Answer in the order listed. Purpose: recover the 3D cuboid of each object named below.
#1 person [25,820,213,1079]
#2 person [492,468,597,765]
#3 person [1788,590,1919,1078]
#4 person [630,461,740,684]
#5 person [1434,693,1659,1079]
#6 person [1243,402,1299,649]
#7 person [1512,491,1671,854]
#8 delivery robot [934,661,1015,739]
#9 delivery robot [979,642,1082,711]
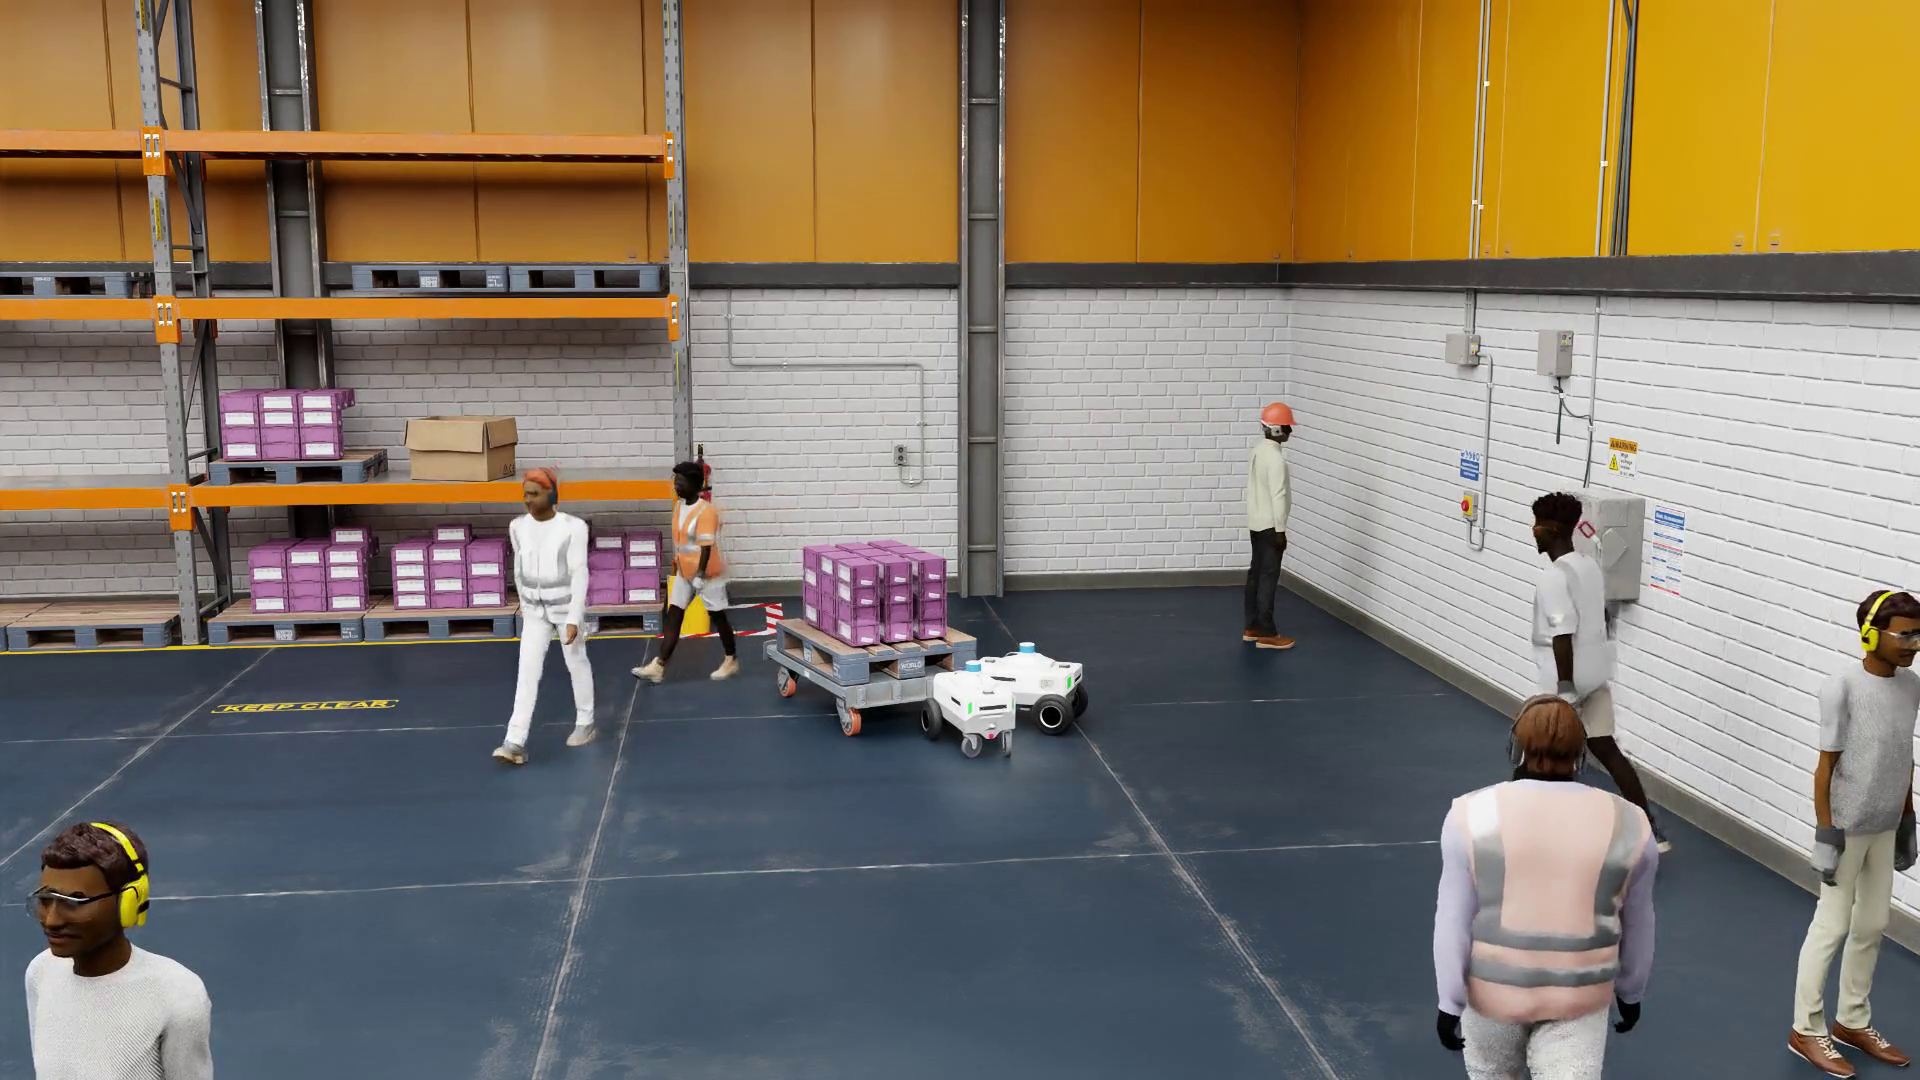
[{"bbox_3d":[-1.855,1.527,3.657,0.513,1.862,0.328,3,10,17],"label":"person"},{"bbox_3d":[-2.569,0.466,10.391,0.590,1.816,1.022,3,9,16],"label":"person"},{"bbox_3d":[3.436,1.102,6.312,0.517,1.863,0.319,-4,10,-23],"label":"person"},{"bbox_3d":[-1.999,0.252,12.220,0.865,1.644,0.549,-8,12,-40],"label":"person"},{"bbox_3d":[1.751,1.346,5.009,0.645,1.794,0.978,2,9,10],"label":"person"},{"bbox_3d":[2.531,-0.123,13.532,0.396,1.992,0.623,-1,9,-9],"label":"person"},{"bbox_3d":[3.222,0.711,8.647,0.639,1.907,1.054,-9,13,-44],"label":"person"},{"bbox_3d":[0.088,1.015,10.619,0.477,0.478,0.707,-3,10,-20],"label":"delivery robot"},{"bbox_3d":[0.448,0.930,11.147,0.707,0.478,0.477,3,10,17],"label":"delivery robot"}]
